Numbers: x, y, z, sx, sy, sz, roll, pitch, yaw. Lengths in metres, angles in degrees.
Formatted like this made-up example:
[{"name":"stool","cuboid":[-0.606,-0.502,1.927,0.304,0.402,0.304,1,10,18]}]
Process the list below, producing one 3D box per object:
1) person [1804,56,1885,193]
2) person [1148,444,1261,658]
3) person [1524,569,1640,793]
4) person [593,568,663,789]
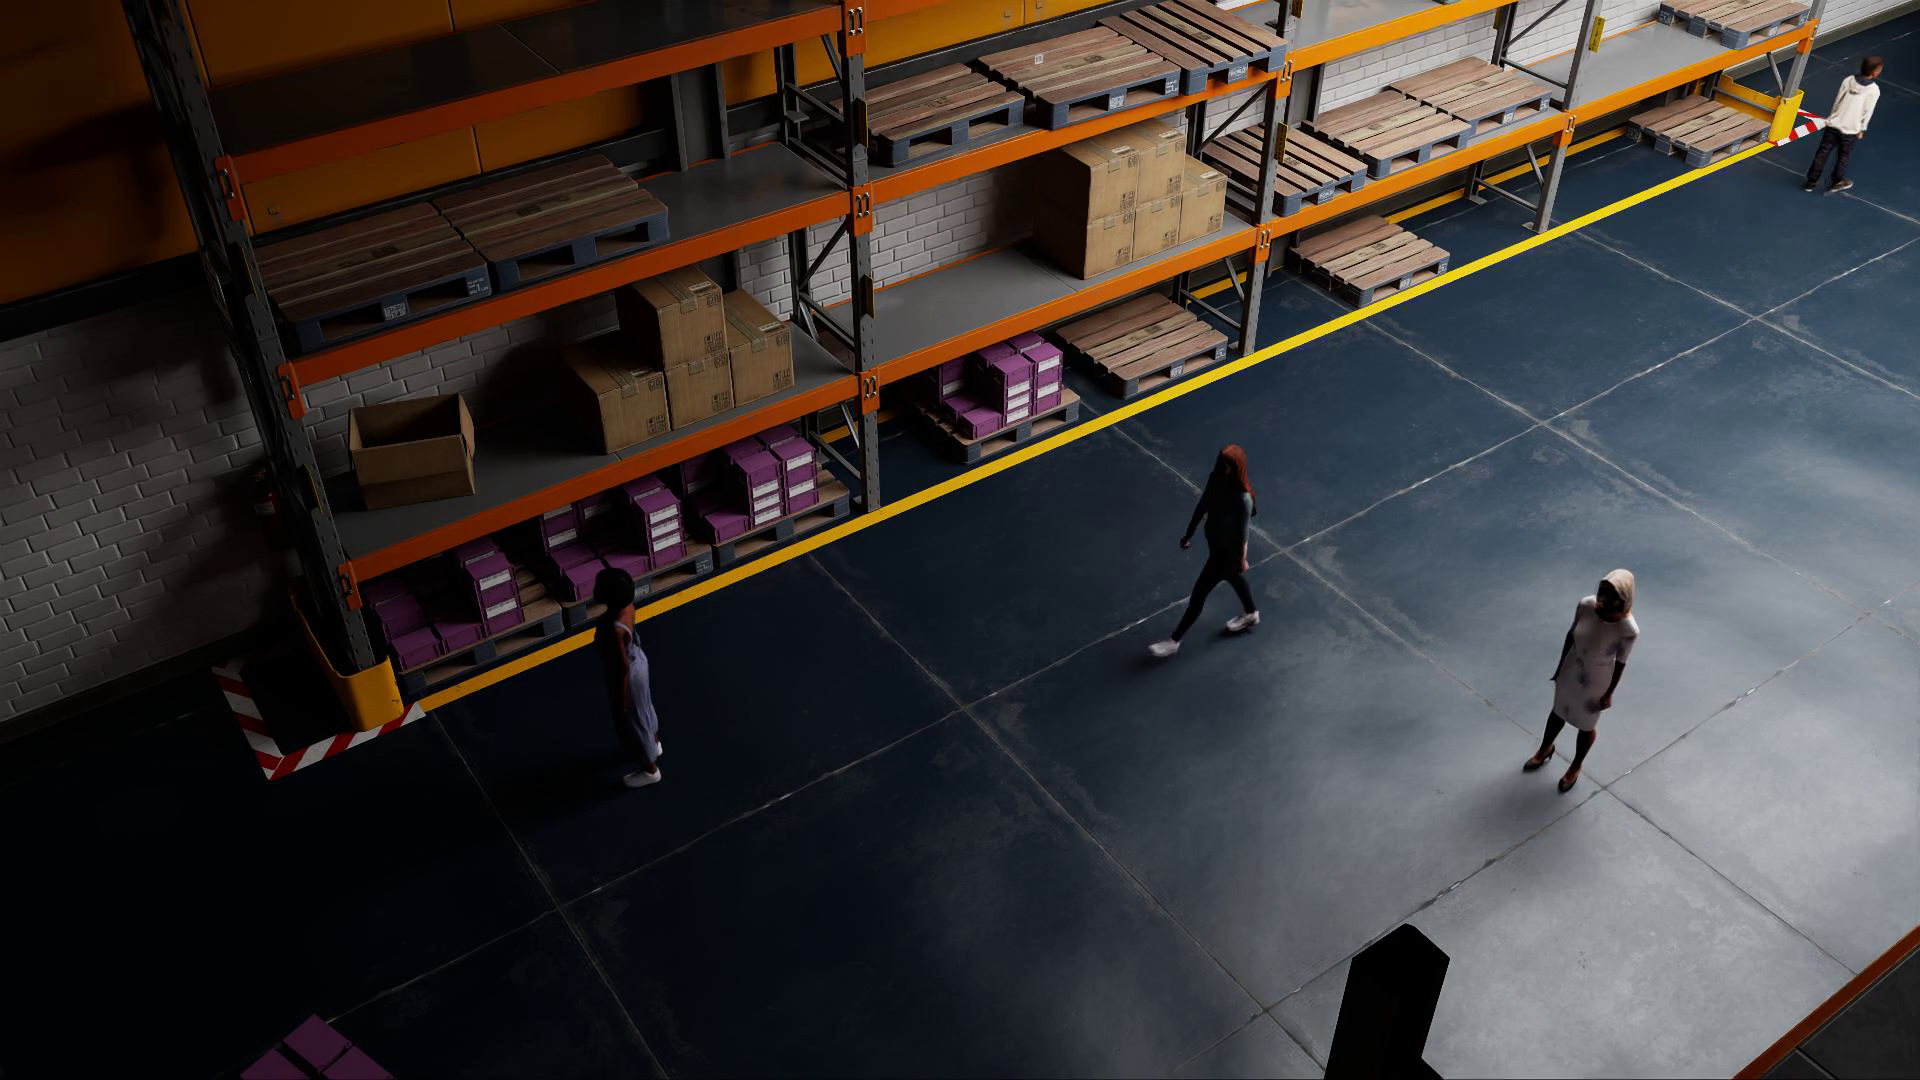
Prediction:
[{"name":"person","cuboid":[9.025,-4.238,17.029,0.700,1.437,0.589,-30,47,-32]},{"name":"person","cuboid":[1.873,0.048,11.461,1.207,1.688,0.772,-14,41,-17]},{"name":"person","cuboid":[3.925,0.850,10.407,0.534,1.750,0.580,-29,47,-31]},{"name":"person","cuboid":[-2.087,0.850,10.451,0.671,1.695,0.660,-2,39,-3]}]
